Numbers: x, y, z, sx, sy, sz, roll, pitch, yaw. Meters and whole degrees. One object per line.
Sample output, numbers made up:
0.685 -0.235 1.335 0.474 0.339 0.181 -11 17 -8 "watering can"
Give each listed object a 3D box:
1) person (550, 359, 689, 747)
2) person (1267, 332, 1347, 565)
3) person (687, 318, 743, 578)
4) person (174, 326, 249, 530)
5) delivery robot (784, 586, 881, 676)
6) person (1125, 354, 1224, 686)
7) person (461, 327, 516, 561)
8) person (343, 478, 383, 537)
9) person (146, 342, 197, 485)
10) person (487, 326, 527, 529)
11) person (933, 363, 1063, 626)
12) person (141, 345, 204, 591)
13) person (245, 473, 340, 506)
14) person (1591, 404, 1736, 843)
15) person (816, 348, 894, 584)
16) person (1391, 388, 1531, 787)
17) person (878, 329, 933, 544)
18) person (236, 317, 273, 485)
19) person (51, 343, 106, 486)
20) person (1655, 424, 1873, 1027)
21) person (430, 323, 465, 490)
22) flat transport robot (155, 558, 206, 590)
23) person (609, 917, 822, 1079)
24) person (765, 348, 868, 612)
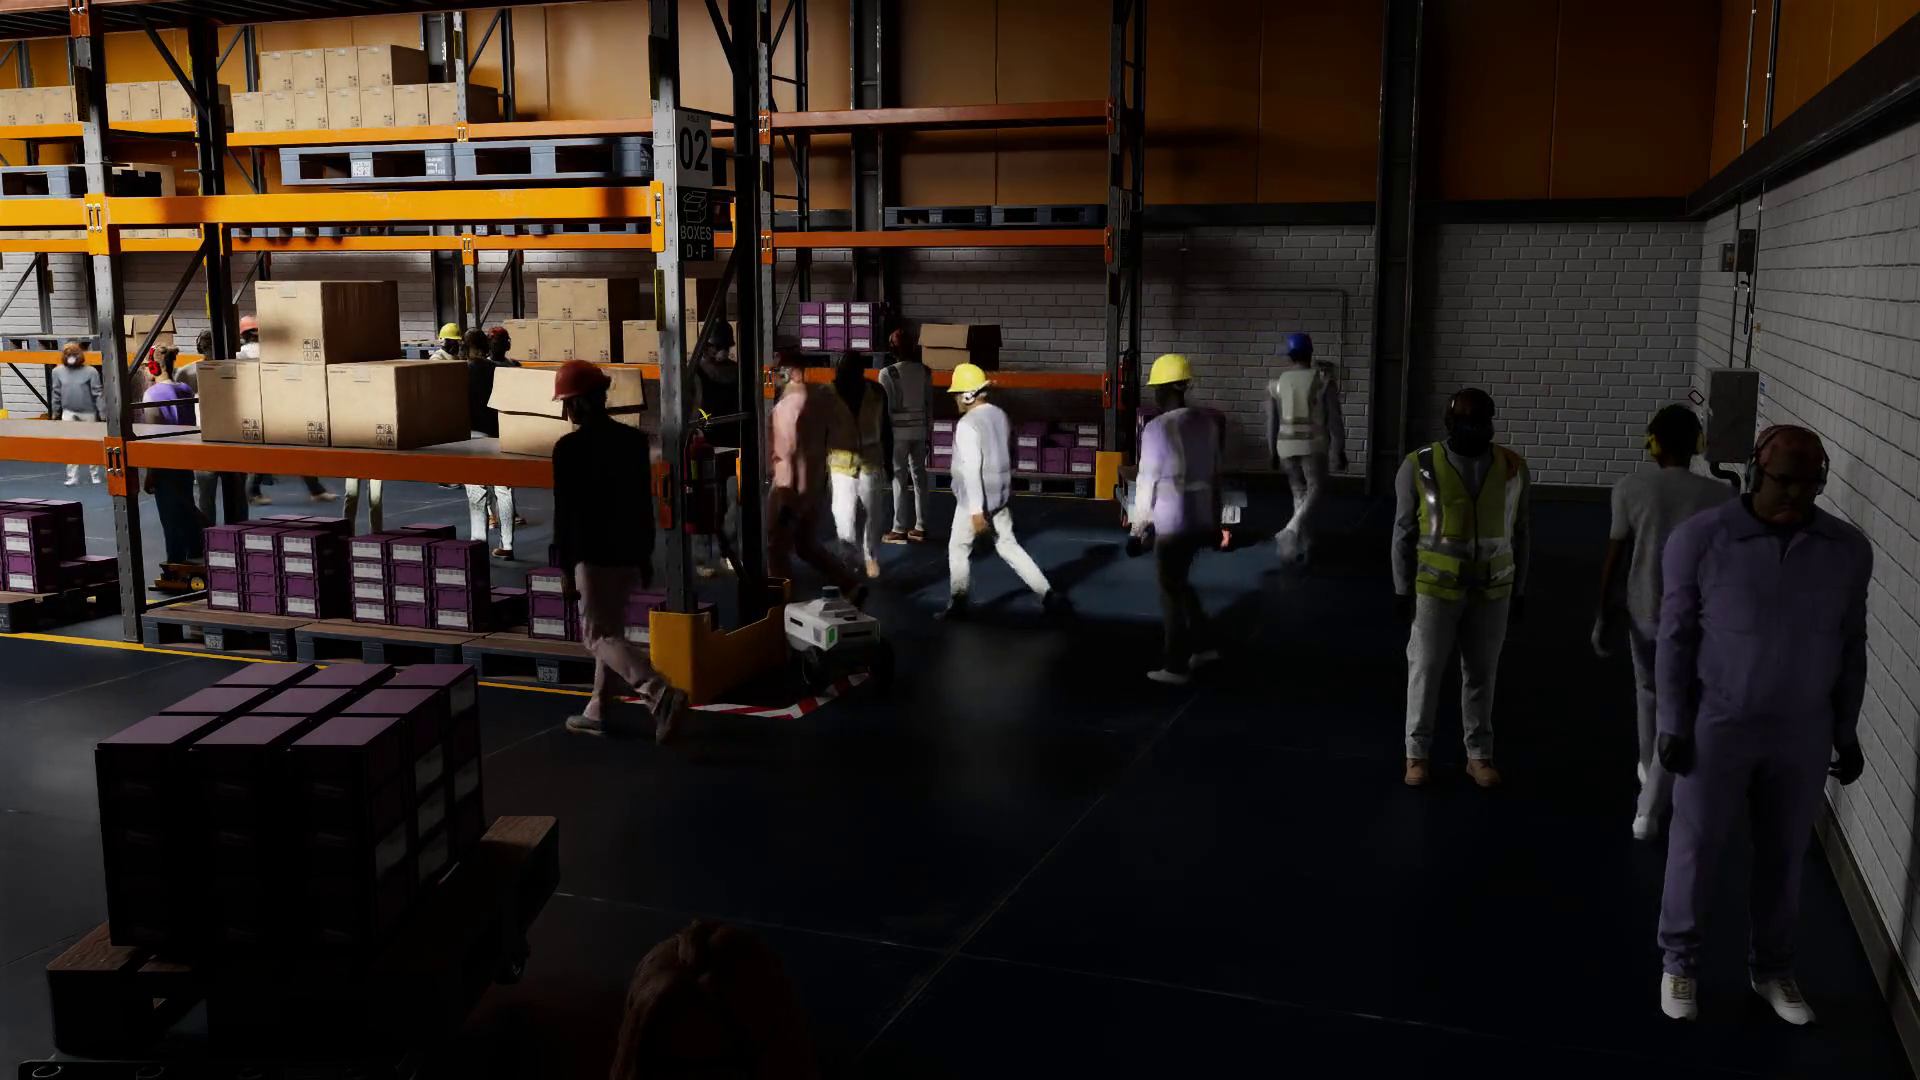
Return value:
-1.693 0.079 8.243 0.853 1.955 0.618 6 11 34 "person"
2.747 -0.724 13.447 0.675 1.895 0.761 8 12 40 "person"
-1.880 -0.736 13.082 0.691 2.000 0.567 -8 12 -40 "person"
-6.137 -0.796 13.777 0.635 1.936 0.354 -3 10 -20 "person"
-0.745 0.509 9.616 0.477 0.478 0.707 -5 10 -28 "delivery robot"
1.236 -0.110 9.580 0.446 1.906 0.624 9 12 43 "person"
-3.896 -0.760 13.571 0.371 1.934 0.627 8 12 41 "person"
-4.848 -0.728 13.586 0.519 1.865 0.335 -9 13 -44 "person"
-8.783 -1.392 18.515 0.636 1.605 0.531 3 10 19 "person"
-4.312 -1.055 15.573 0.342 1.881 0.579 8 12 41 "person"
0.248 -0.286 11.107 0.912 1.787 0.608 6 11 33 "person"
-5.894 -0.537 12.473 0.378 1.836 0.561 1 9 3 "person"
-6.936 -1.243 17.040 0.934 1.806 0.524 0 9 -2 "person"
2.995 0.331 7.121 0.523 1.807 0.971 4 10 25 "person"
-0.809 -0.538 12.542 0.661 1.822 0.440 -3 9 -17 "person"
2.308 0.224 7.666 0.633 1.846 0.429 0 9 2 "person"
-0.484 -0.905 14.623 0.573 1.887 0.359 -7 11 -38 "person"
-8.018 -1.583 18.901 0.546 1.874 0.941 -9 12 -43 "person"
-9.891 -1.400 18.634 0.590 1.599 0.723 -2 9 -13 "person"
2.515 0.585 5.225 0.637 1.902 0.403 1 9 7 "person"
-5.619 -1.477 18.393 0.404 1.827 0.601 1 9 7 "person"
-5.210 0.250 12.428 1.431 0.197 0.652 3 10 19 "flat transport robot"
-0.283 1.236 1.975 0.497 1.633 0.284 0 9 -2 "person"
-1.034 -0.325 10.993 0.752 1.882 0.653 3 10 20 "person"
